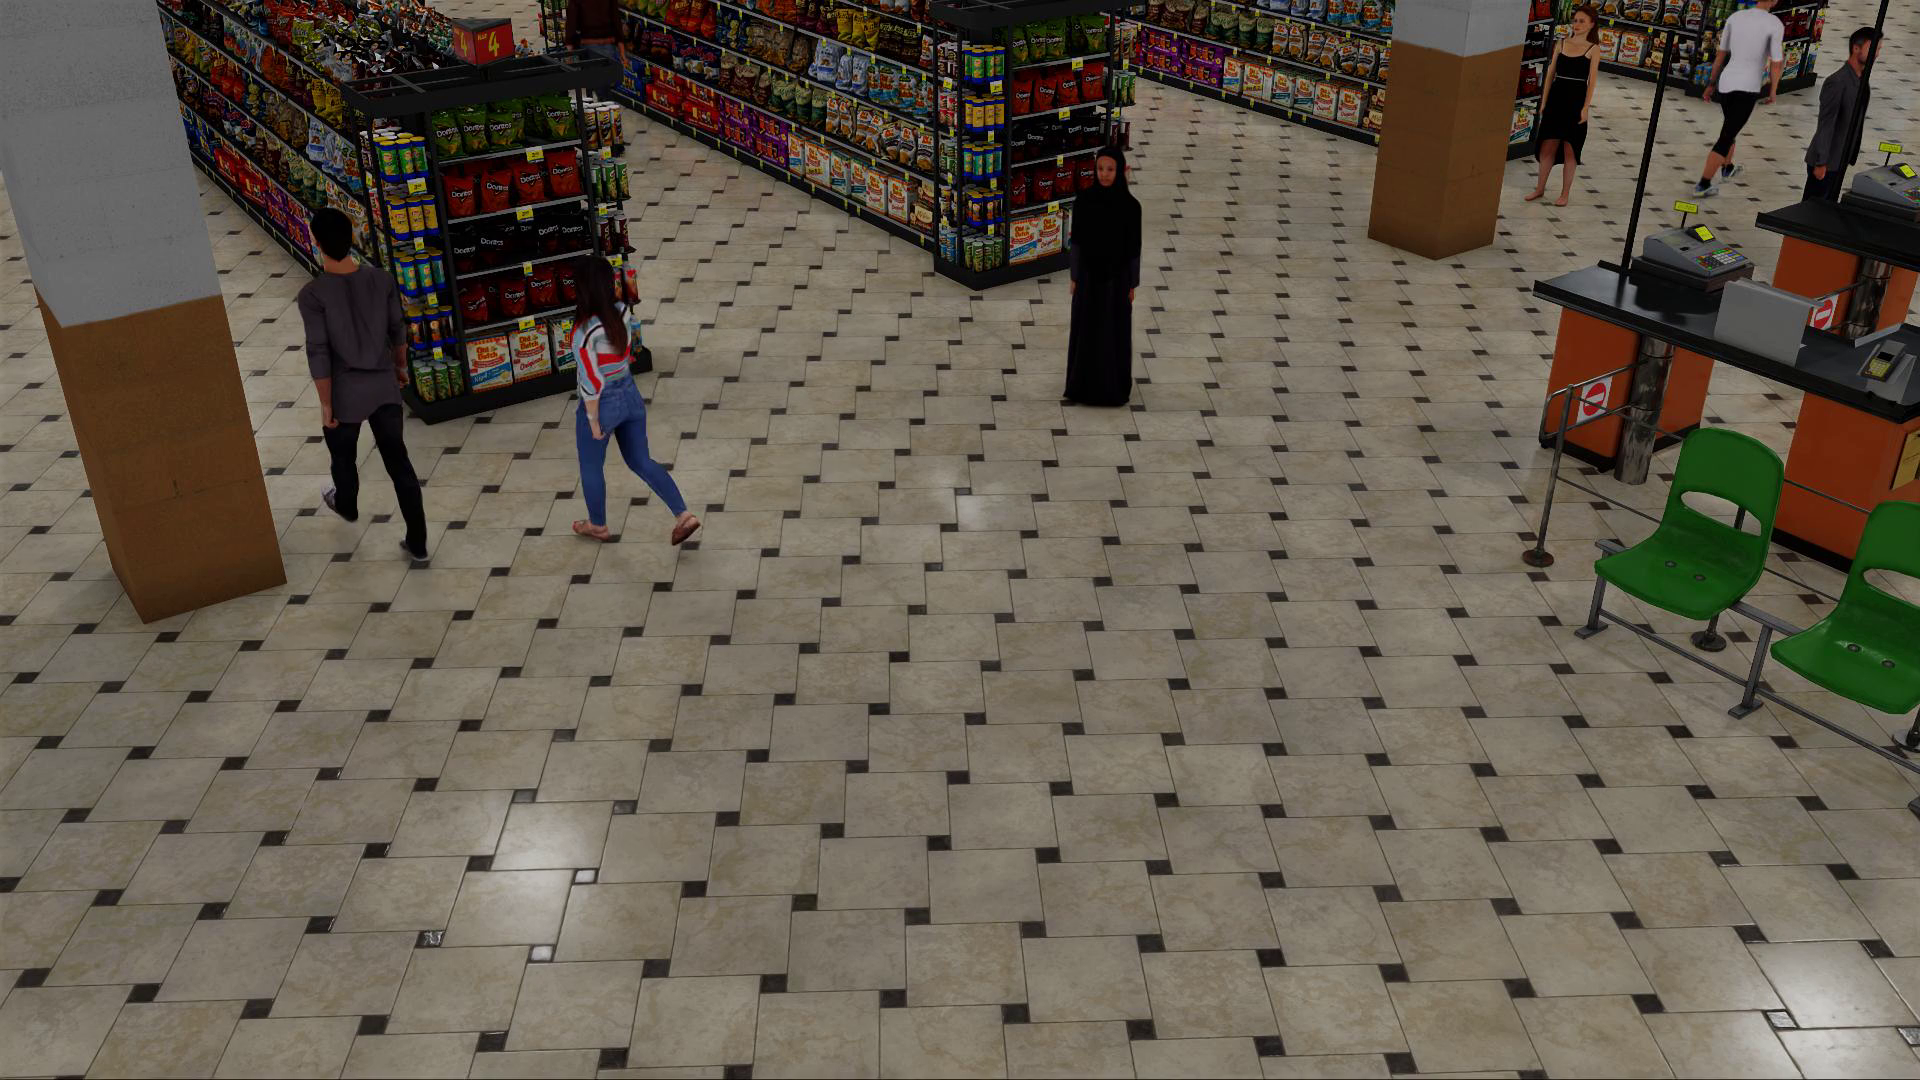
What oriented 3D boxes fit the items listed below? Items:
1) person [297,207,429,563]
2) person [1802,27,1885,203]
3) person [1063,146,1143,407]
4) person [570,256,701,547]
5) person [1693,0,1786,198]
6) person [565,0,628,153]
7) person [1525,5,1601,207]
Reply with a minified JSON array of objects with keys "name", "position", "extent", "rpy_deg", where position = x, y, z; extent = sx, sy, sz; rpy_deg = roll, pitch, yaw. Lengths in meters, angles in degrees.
[{"name":"person","position":[-2.960,-0.715,8.362],"extent":[0.793,1.807,1.152],"rpy_deg":[-23,36,-36]},{"name":"person","position":[6.314,-2.775,12.067],"extent":[0.671,1.871,0.743],"rpy_deg":[22,36,35]},{"name":"person","position":[0.892,-1.619,10.216],"extent":[0.699,1.615,0.774],"rpy_deg":[9,30,15]},{"name":"person","position":[-1.708,-0.666,8.498],"extent":[1.100,1.589,0.855],"rpy_deg":[17,33,28]},{"name":"person","position":[6.477,-3.761,13.922],"extent":[0.729,1.825,0.958],"rpy_deg":[-20,34,-32]},{"name":"person","position":[-3.278,-4.416,15.225],"extent":[0.685,1.726,1.100],"rpy_deg":[-18,33,-29]},{"name":"person","position":[5.079,-3.629,13.889],"extent":[0.587,1.625,0.687],"rpy_deg":[21,35,34]}]
